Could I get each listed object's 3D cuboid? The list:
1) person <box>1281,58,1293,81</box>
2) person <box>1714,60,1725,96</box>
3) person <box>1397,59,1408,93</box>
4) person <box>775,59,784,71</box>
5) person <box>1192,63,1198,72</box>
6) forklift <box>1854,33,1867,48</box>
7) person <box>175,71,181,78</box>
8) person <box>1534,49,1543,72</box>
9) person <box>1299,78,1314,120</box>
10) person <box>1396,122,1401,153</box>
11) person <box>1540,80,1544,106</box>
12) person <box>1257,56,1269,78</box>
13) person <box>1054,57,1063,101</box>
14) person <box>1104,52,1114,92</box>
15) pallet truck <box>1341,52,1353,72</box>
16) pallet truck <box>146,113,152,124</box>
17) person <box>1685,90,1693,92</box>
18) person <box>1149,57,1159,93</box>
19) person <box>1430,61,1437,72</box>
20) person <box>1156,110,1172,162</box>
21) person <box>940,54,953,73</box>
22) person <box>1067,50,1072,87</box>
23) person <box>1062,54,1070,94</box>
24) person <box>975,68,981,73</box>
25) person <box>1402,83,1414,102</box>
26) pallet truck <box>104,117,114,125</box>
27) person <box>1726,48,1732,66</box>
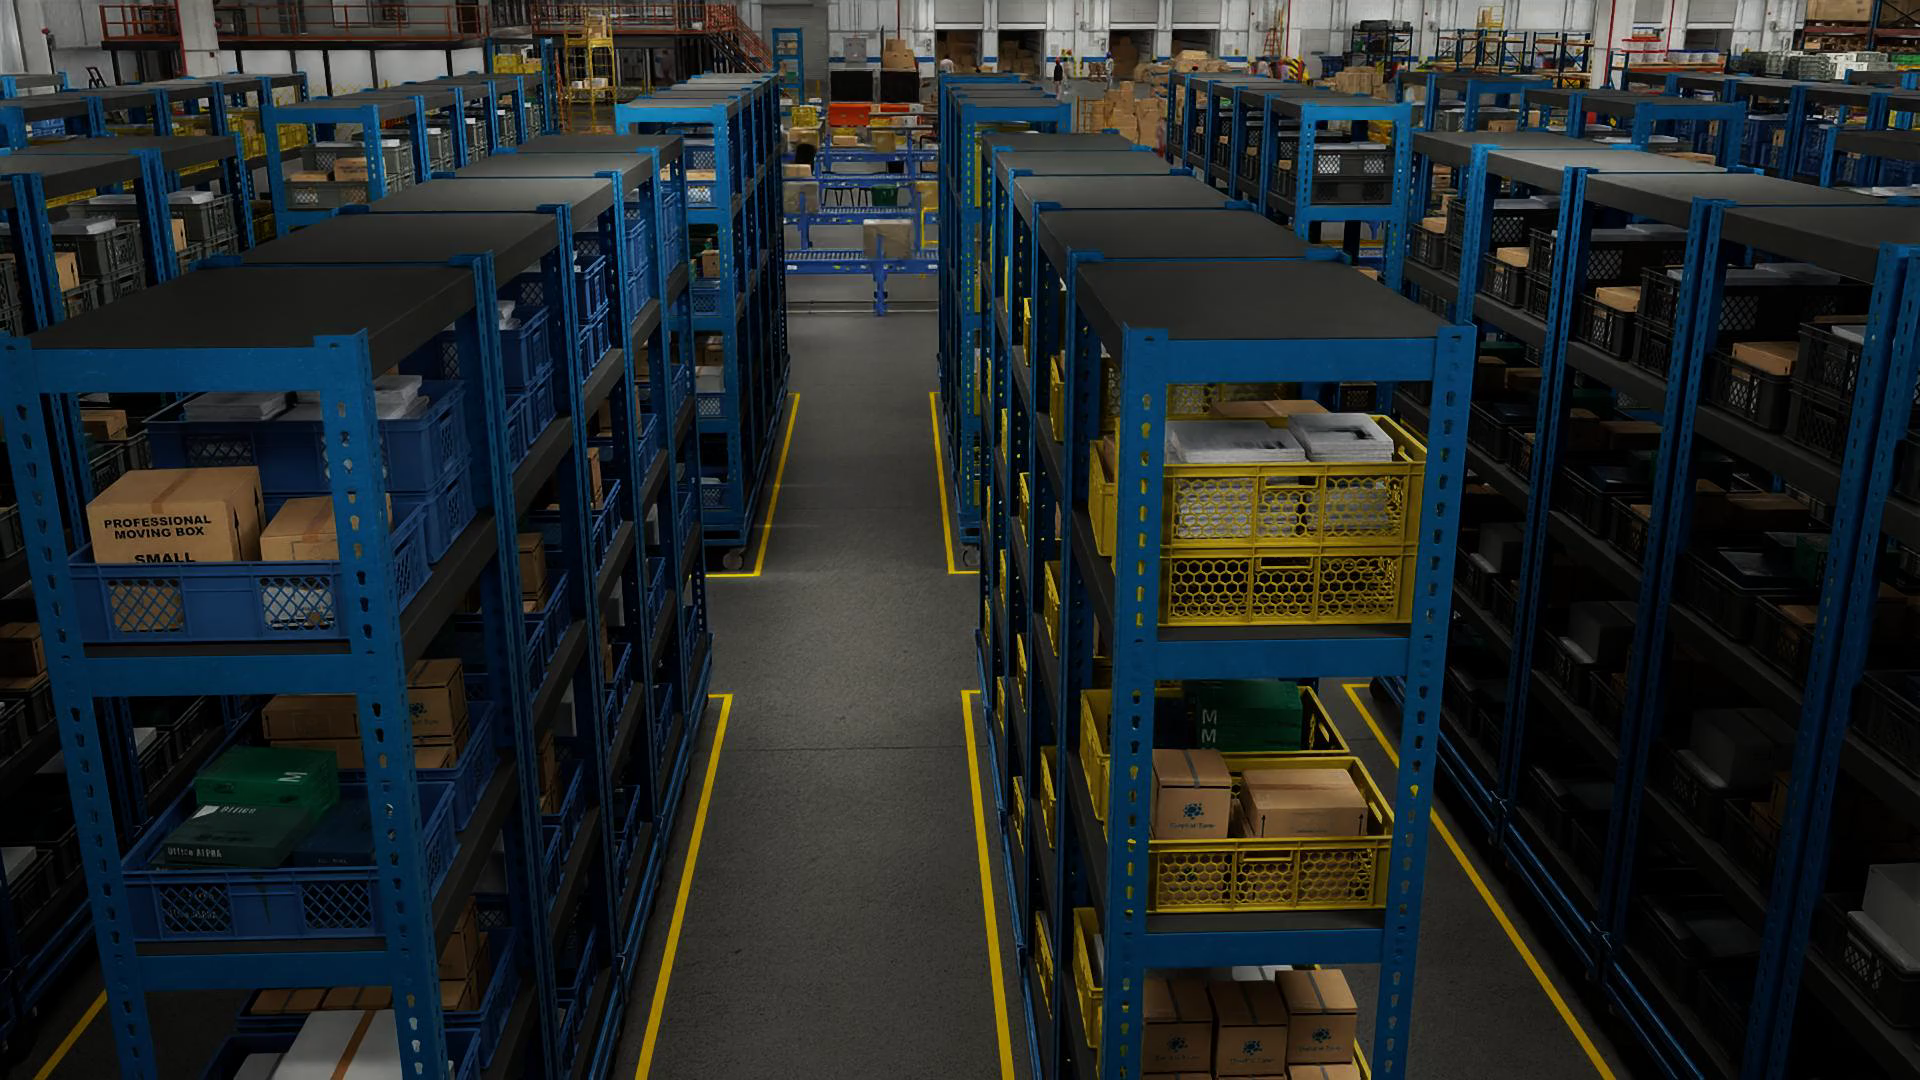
[{"bbox_3d":[14.857,-20.990,75.820,0.499,1.879,0.667,-4,18,-11],"label":"person"},{"bbox_3d":[32.978,-19.849,72.214,0.571,1.923,0.398,15,23,38],"label":"person"},{"bbox_3d":[21.972,-23.060,82.593,0.532,1.658,0.872,4,18,12],"label":"person"},{"bbox_3d":[-8.819,-22.748,81.344,0.431,1.836,0.619,-11,21,-30],"label":"person"},{"bbox_3d":[9.263,-17.797,65.705,0.603,2.034,0.417,5,18,14],"label":"person"},{"bbox_3d":[45.252,-24.022,83.600,1.873,2.768,1.129,-10,21,-29],"label":"forklift"},{"bbox_3d":[-29.260,-16.725,62.682,0.906,1.853,0.584,-1,18,-4],"label":"person"},{"bbox_3d":[30.831,-25.248,88.961,0.930,1.896,0.569,-12,21,-33],"label":"person"},{"bbox_3d":[11.863,-14.860,56.934,0.931,1.838,0.523,1,18,4],"label":"person"},{"bbox_3d":[12.080,-10.980,45.167,0.540,1.685,0.536,0,18,0],"label":"person"},{"bbox_3d":[19.473,-14.784,56.358,1.058,2.000,0.683,6,19,18],"label":"person"},{"bbox_3d":[14.818,-22.653,81.058,0.624,1.819,0.651,-16,24,-40],"label":"person"},{"bbox_3d":[4.356,-20.545,74.258,0.382,1.995,0.612,-10,20,-27],"label":"person"},{"bbox_3d":[7.457,-23.446,83.322,0.406,1.938,0.615,-8,20,-23],"label":"person"},{"bbox_3d":[18.794,-23.123,82.231,0.823,1.965,1.885,-13,22,-35],"label":"pallet truck"},{"bbox_3d":[-18.087,-8.309,36.390,1.885,1.965,0.823,-1,18,-4],"label":"pallet truck"},{"bbox_3d":[27.426,-16.820,62.823,0.553,1.935,0.364,17,24,41],"label":"person"},{"bbox_3d":[9.635,-23.114,82.625,0.484,1.735,0.311,4,18,11],"label":"person"},{"bbox_3d":[21.743,-21.165,76.620,0.882,1.718,0.530,1,18,3],"label":"person"},{"bbox_3d":[5.186,-9.987,42.026,0.538,1.729,0.890,-2,18,-7],"label":"person"},{"bbox_3d":[-0.647,-22.586,80.665,0.638,1.937,0.356,1,18,4],"label":"person"},{"bbox_3d":[5.750,-24.871,87.737,0.354,1.939,0.544,2,18,7],"label":"person"},{"bbox_3d":[5.118,-22.712,81.094,0.504,1.905,0.601,-4,18,-11],"label":"person"},{"bbox_3d":[0.721,-17.424,64.821,0.505,1.862,0.329,-11,21,-29],"label":"person"},{"bbox_3d":[15.428,-14.858,56.963,0.646,1.815,0.603,8,19,23],"label":"person"},{"bbox_3d":[-18.367,-7.885,35.078,1.885,1.965,0.823,1,18,2],"label":"pallet truck"},{"bbox_3d":[41.629,-25.668,90.226,0.368,1.932,0.622,1,18,2],"label":"person"}]
